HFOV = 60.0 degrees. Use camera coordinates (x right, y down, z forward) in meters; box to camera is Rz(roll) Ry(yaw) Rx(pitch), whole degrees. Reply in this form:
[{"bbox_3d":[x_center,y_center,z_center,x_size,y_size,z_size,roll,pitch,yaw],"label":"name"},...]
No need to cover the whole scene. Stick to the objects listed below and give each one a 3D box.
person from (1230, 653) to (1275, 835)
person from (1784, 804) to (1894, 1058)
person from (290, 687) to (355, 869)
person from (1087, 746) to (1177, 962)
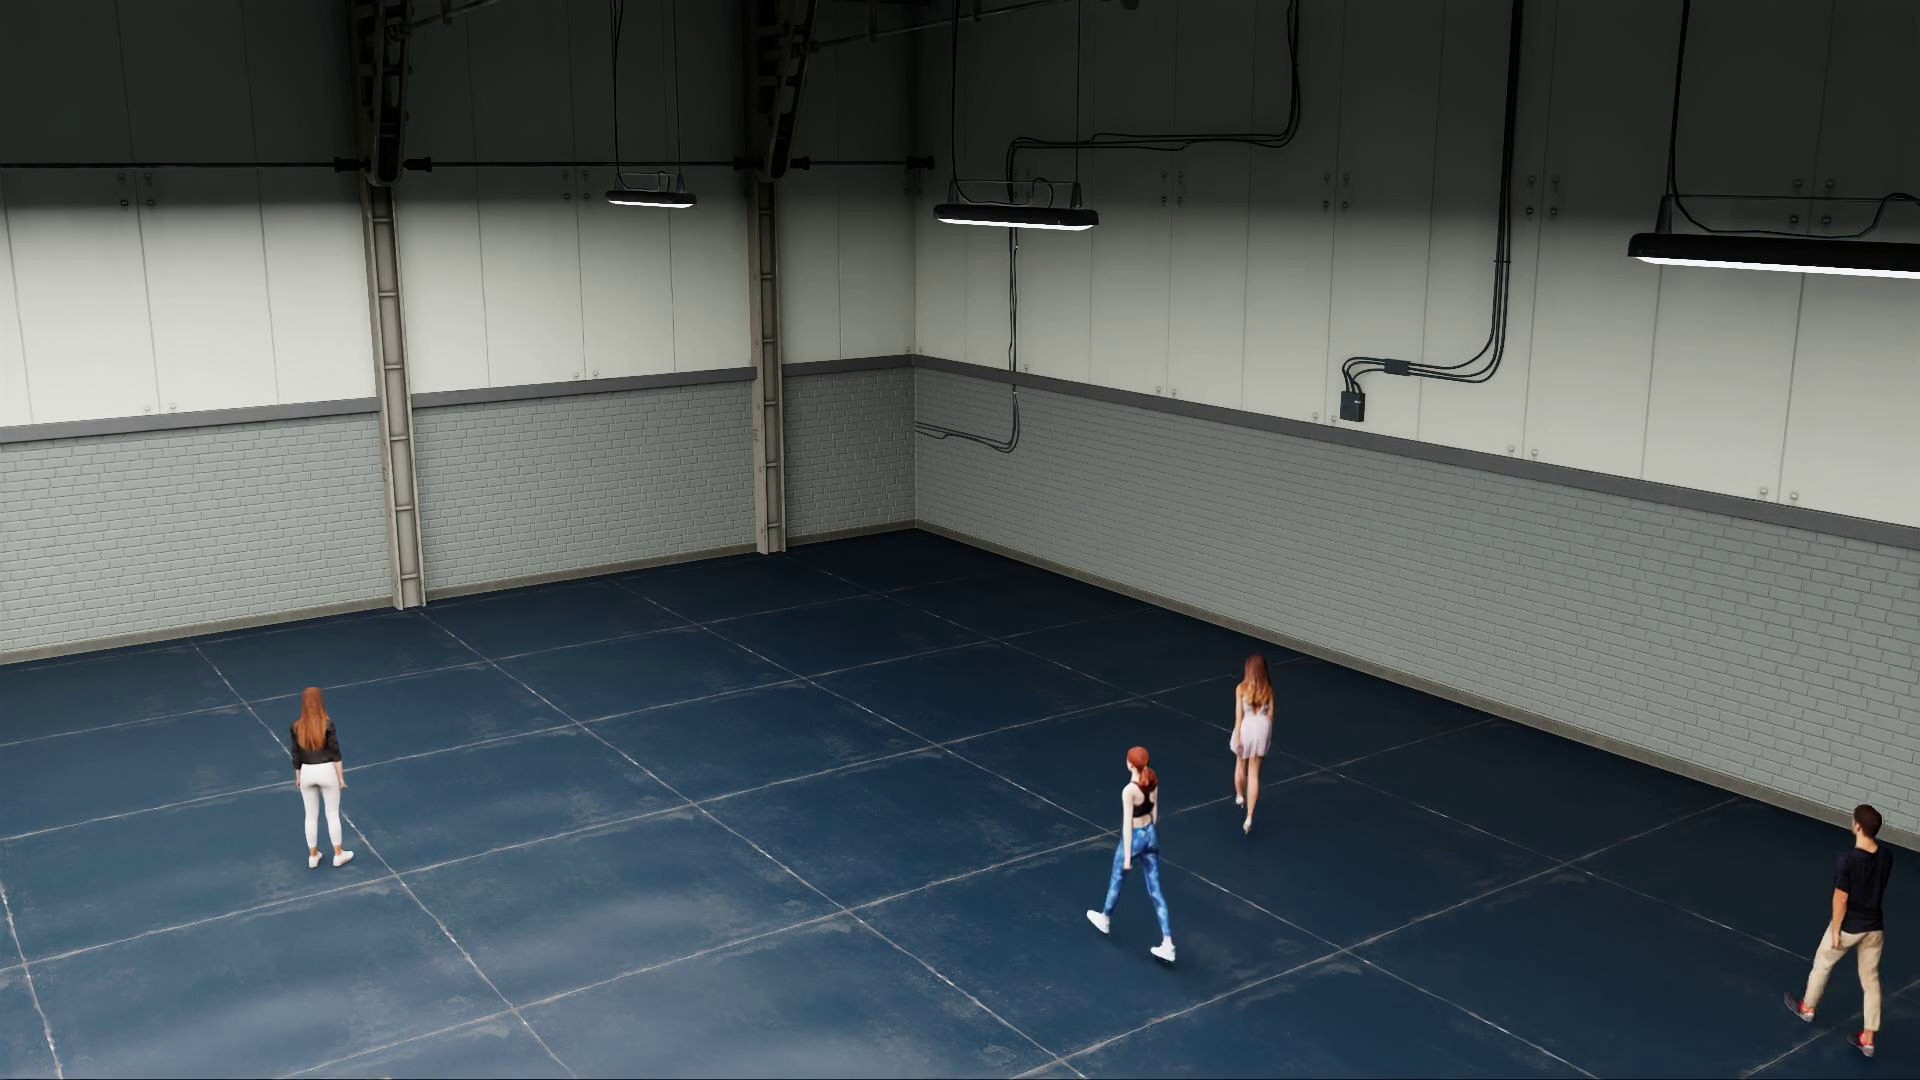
[{"bbox_3d":[2.836,1.991,16.038,1.020,1.732,1.011,1,13,3],"label":"person"},{"bbox_3d":[6.582,2.862,12.077,1.056,1.822,0.990,-2,13,-7],"label":"person"},{"bbox_3d":[-5.898,2.179,15.301,0.638,1.700,0.743,0,13,-2],"label":"person"},{"bbox_3d":[1.515,2.577,13.513,1.153,1.731,0.658,-9,16,-35],"label":"person"}]
